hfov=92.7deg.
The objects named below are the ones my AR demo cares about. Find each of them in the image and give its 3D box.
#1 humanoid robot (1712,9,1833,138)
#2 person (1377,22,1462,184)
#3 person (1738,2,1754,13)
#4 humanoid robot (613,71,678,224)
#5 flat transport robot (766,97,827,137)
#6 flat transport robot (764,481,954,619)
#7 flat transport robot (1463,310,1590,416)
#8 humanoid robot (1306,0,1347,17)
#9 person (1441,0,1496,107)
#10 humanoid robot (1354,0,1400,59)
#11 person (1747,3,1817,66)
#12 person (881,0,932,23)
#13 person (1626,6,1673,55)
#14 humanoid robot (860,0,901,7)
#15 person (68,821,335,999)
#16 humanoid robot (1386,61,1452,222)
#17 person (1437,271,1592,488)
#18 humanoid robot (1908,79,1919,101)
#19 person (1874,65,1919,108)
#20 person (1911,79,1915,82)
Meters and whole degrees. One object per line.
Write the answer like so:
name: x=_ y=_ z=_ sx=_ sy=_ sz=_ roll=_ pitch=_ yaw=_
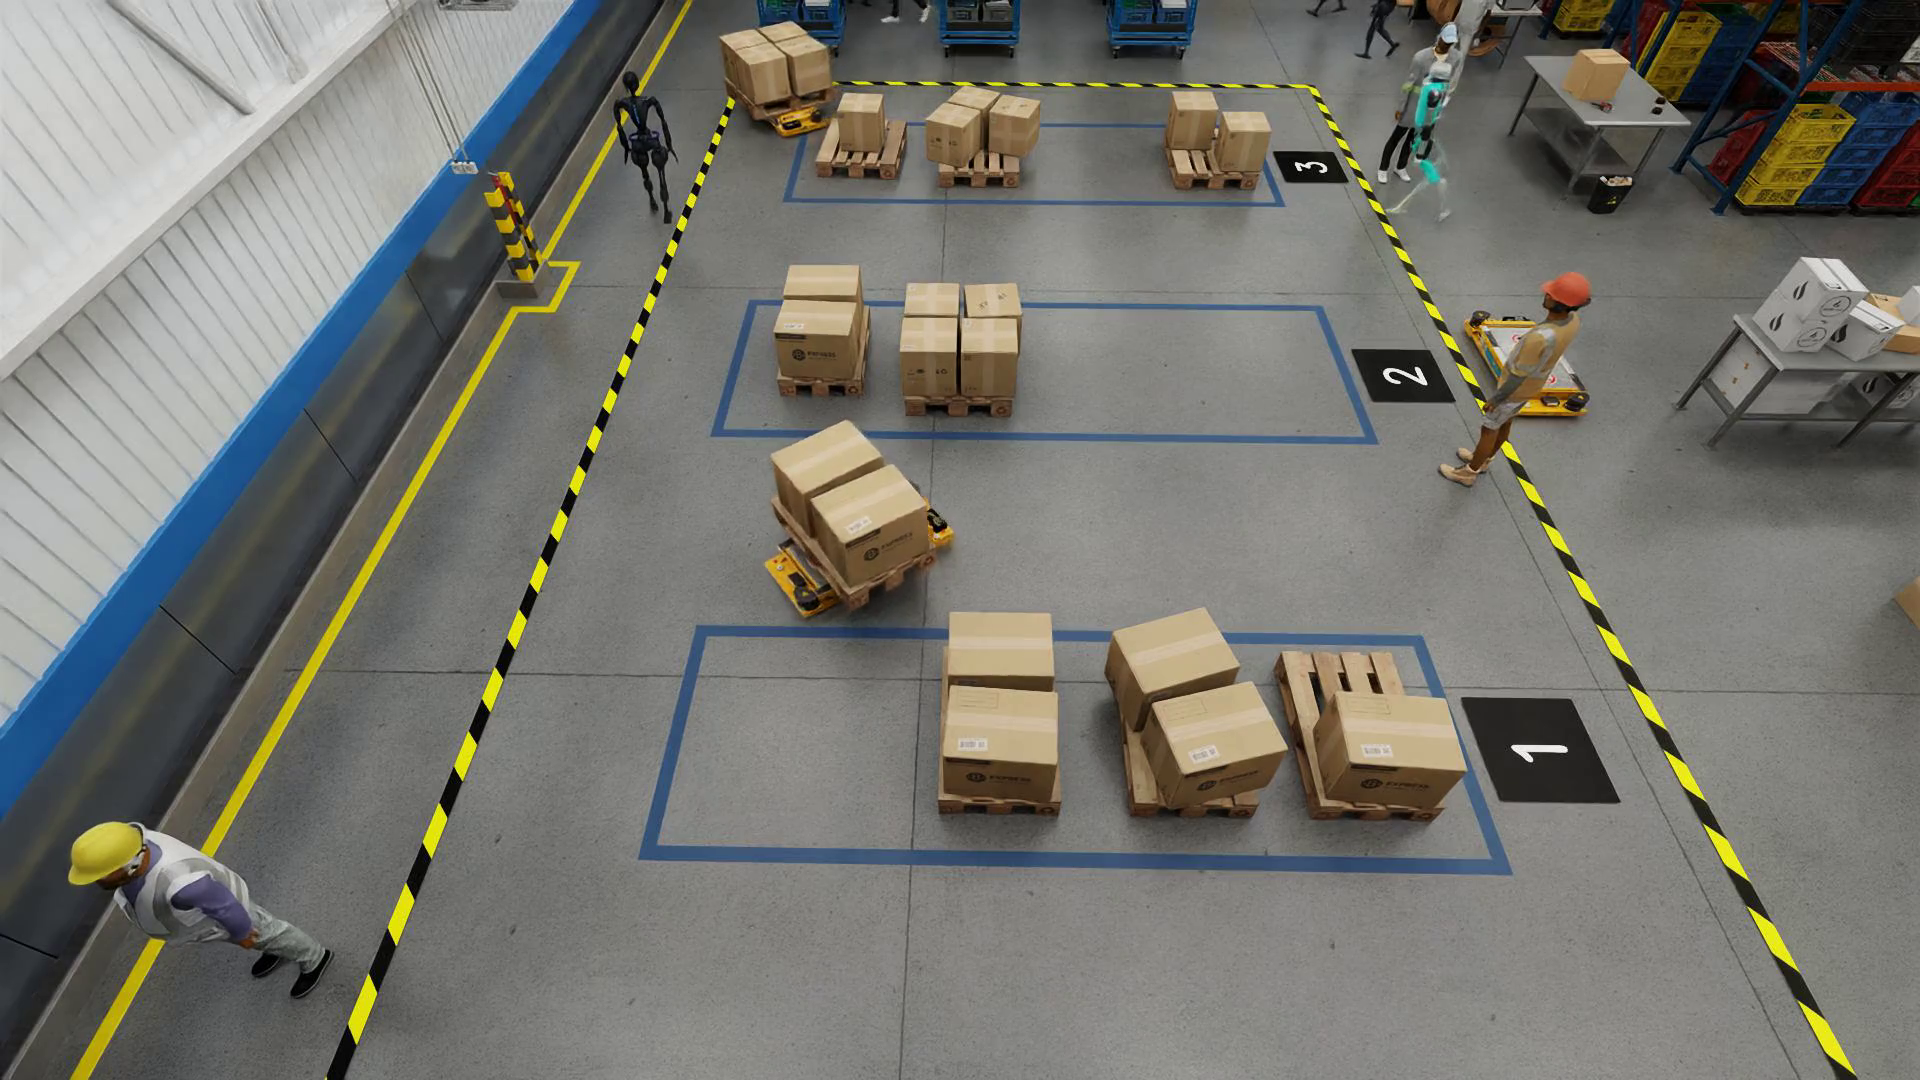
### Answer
humanoid robot: x=10.561 y=-5.928 z=11.758 sx=0.770 sy=1.629 sz=0.589 roll=11 pitch=50 yaw=9
person: x=5.533 y=-5.209 z=10.995 sx=0.589 sy=1.852 sz=0.401 roll=-5 pitch=49 yaw=-4
person: x=13.073 y=-9.621 z=14.708 sx=0.437 sy=2.016 sz=0.619 roll=12 pitch=50 yaw=11
humanoid robot: x=-3.588 y=-4.524 z=10.524 sx=0.596 sy=1.638 sz=0.583 roll=-8 pitch=50 yaw=-7
flat transport robot: x=-2.463 y=-6.057 z=12.758 sx=0.652 sy=0.197 sz=1.431 roll=-24 pitch=53 yaw=-20
flat transport robot: x=-0.817 y=0.042 z=7.479 sx=1.431 sy=0.197 sz=0.652 roll=-29 pitch=55 yaw=-23
flat transport robot: x=5.573 y=-1.757 z=9.054 sx=0.659 sy=0.231 sz=1.431 roll=1 pitch=49 yaw=1
humanoid robot: x=6.089 y=-9.295 z=14.676 sx=0.811 sy=1.623 sz=0.596 roll=-12 pitch=50 yaw=-10
person: x=6.833 y=-6.884 z=12.438 sx=0.332 sy=1.864 sz=0.517 roll=-32 pitch=56 yaw=-24
humanoid robot: x=6.353 y=-7.942 z=13.488 sx=0.566 sy=1.639 sz=0.609 roll=32 pitch=56 yaw=25
person: x=11.927 y=-7.592 z=13.066 sx=0.504 sy=1.840 sz=0.346 roll=5 pitch=49 yaw=5
person: x=-0.877 y=-9.084 z=14.355 sx=0.749 sy=1.844 sz=0.518 roll=-6 pitch=49 yaw=-5
person: x=10.626 y=-7.977 z=13.491 sx=0.886 sy=1.699 sz=0.491 roll=-8 pitch=50 yaw=-7
humanoid robot: x=-1.324 y=-9.631 z=14.980 sx=0.798 sy=1.643 sz=0.608 roll=-37 pitch=58 yaw=-27
person: x=-3.956 y=1.946 z=4.812 sx=0.588 sy=1.837 sz=0.404 roll=19 pitch=52 yaw=16
humanoid robot: x=5.496 y=-4.469 z=10.472 sx=0.936 sy=1.813 sz=0.557 roll=9 pitch=50 yaw=8
person: x=4.515 y=-1.269 z=7.457 sx=0.606 sy=2.048 sz=0.367 roll=-31 pitch=56 yaw=-24
humanoid robot: x=13.309 y=-6.517 z=12.247 sx=0.543 sy=1.835 sz=0.756 roll=18 pitch=51 yaw=15
person: x=12.582 y=-6.191 z=11.894 sx=0.884 sy=1.790 sz=0.631 roll=-9 pitch=50 yaw=-8
person: x=13.959 y=-6.837 z=12.488 sx=0.542 sy=1.716 sz=0.906 roll=-20 pitch=52 yaw=-17
